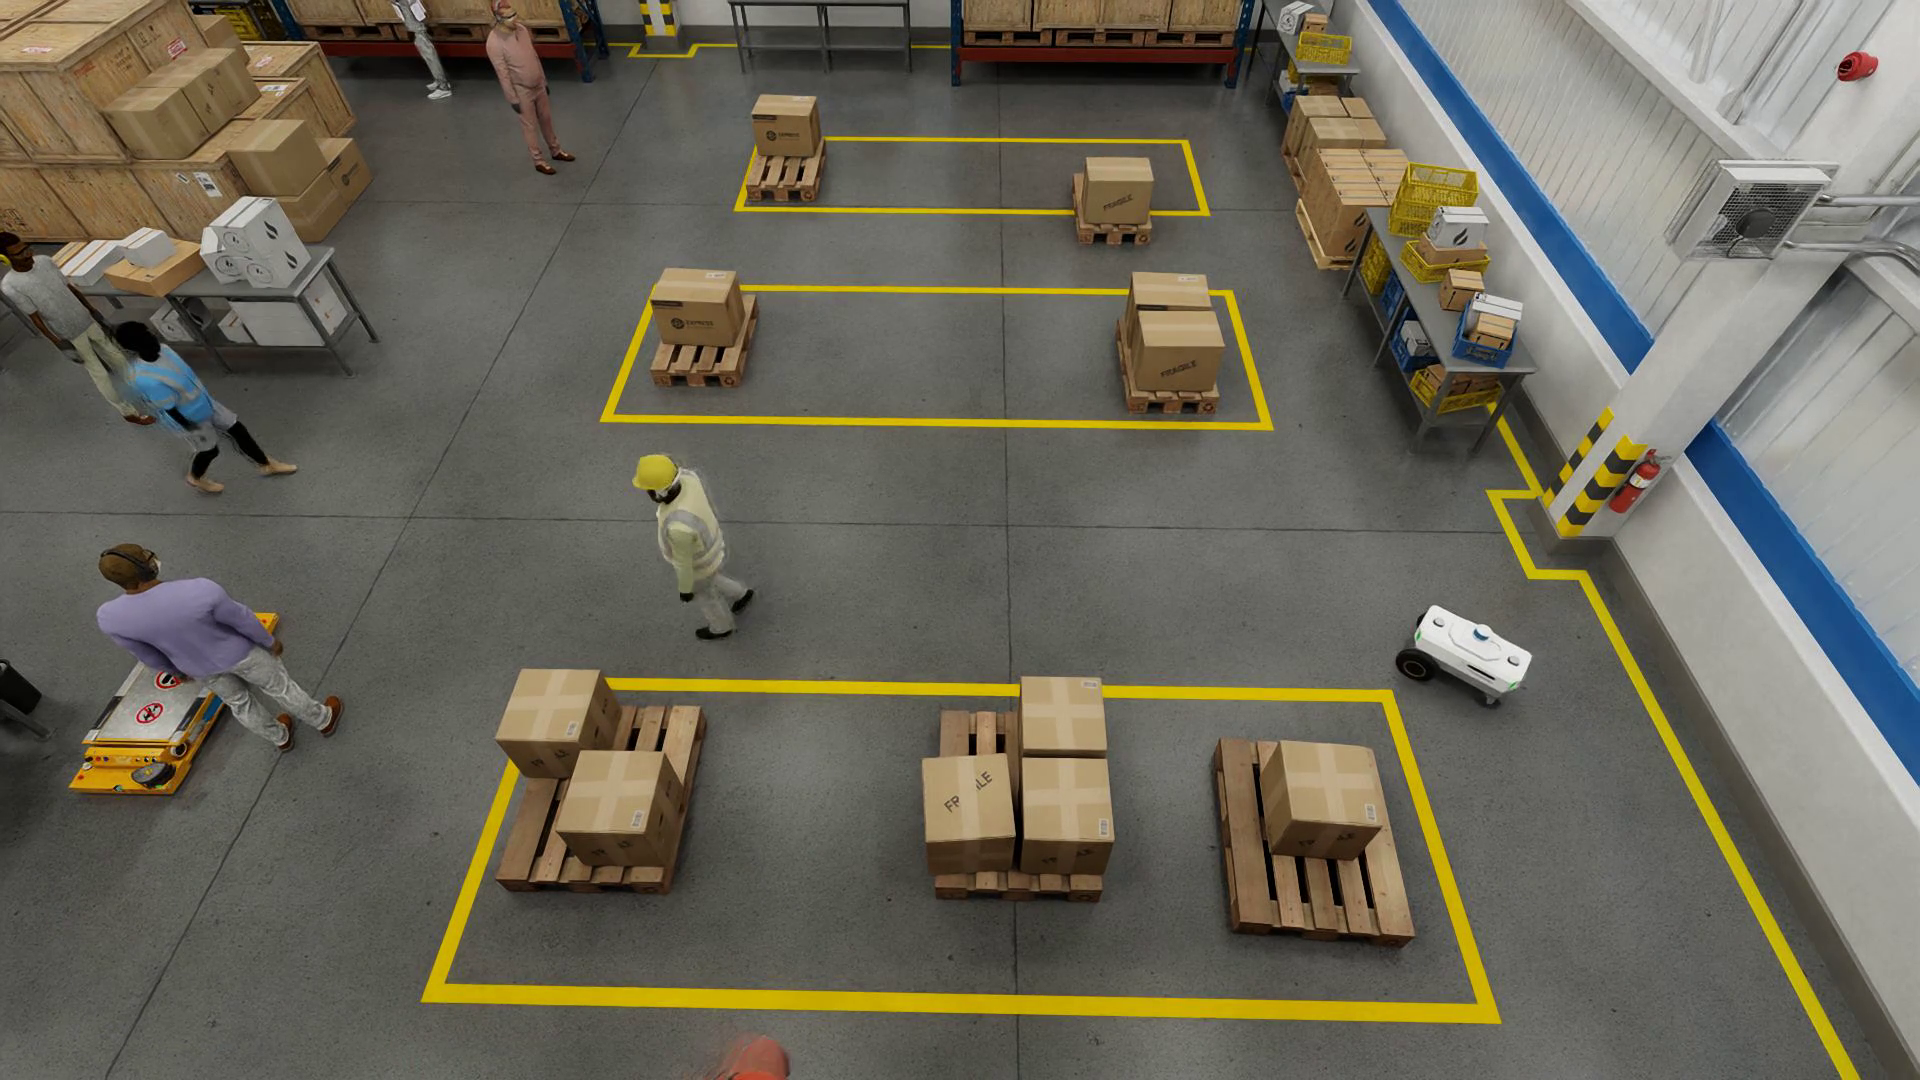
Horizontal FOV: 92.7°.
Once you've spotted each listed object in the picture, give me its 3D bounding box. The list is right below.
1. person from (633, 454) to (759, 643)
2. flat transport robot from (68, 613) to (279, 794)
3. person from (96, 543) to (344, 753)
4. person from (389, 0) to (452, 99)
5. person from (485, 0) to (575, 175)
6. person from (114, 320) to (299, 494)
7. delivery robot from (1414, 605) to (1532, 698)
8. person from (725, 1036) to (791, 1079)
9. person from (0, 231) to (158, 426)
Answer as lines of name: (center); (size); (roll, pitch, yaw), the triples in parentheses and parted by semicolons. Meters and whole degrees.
person: (-1.802, 0.087, 6.271); (0.476, 1.810, 0.619); (-8, 50, -7)
flat transport robot: (-5.504, 1.072, 6.442); (0.652, 0.197, 1.431); (1, 50, 1)
person: (-4.570, 0.710, 5.666); (0.628, 1.936, 0.377); (-17, 52, -14)
person: (-7.239, -6.875, 12.098); (0.392, 1.915, 0.590); (-16, 52, -13)
person: (-5.074, -5.299, 10.776); (0.404, 1.899, 0.645); (17, 52, 14)
person: (-6.167, -1.027, 7.303); (0.760, 1.664, 0.531); (-11, 51, -9)
delivery robot: (3.590, 0.772, 6.451); (0.707, 0.478, 0.477); (31, 56, 24)
person: (-0.933, 2.615, 4.031); (0.707, 1.967, 0.649); (10, 50, 8)
person: (-7.522, -1.785, 7.827); (0.316, 1.861, 0.516); (3, 50, 3)
